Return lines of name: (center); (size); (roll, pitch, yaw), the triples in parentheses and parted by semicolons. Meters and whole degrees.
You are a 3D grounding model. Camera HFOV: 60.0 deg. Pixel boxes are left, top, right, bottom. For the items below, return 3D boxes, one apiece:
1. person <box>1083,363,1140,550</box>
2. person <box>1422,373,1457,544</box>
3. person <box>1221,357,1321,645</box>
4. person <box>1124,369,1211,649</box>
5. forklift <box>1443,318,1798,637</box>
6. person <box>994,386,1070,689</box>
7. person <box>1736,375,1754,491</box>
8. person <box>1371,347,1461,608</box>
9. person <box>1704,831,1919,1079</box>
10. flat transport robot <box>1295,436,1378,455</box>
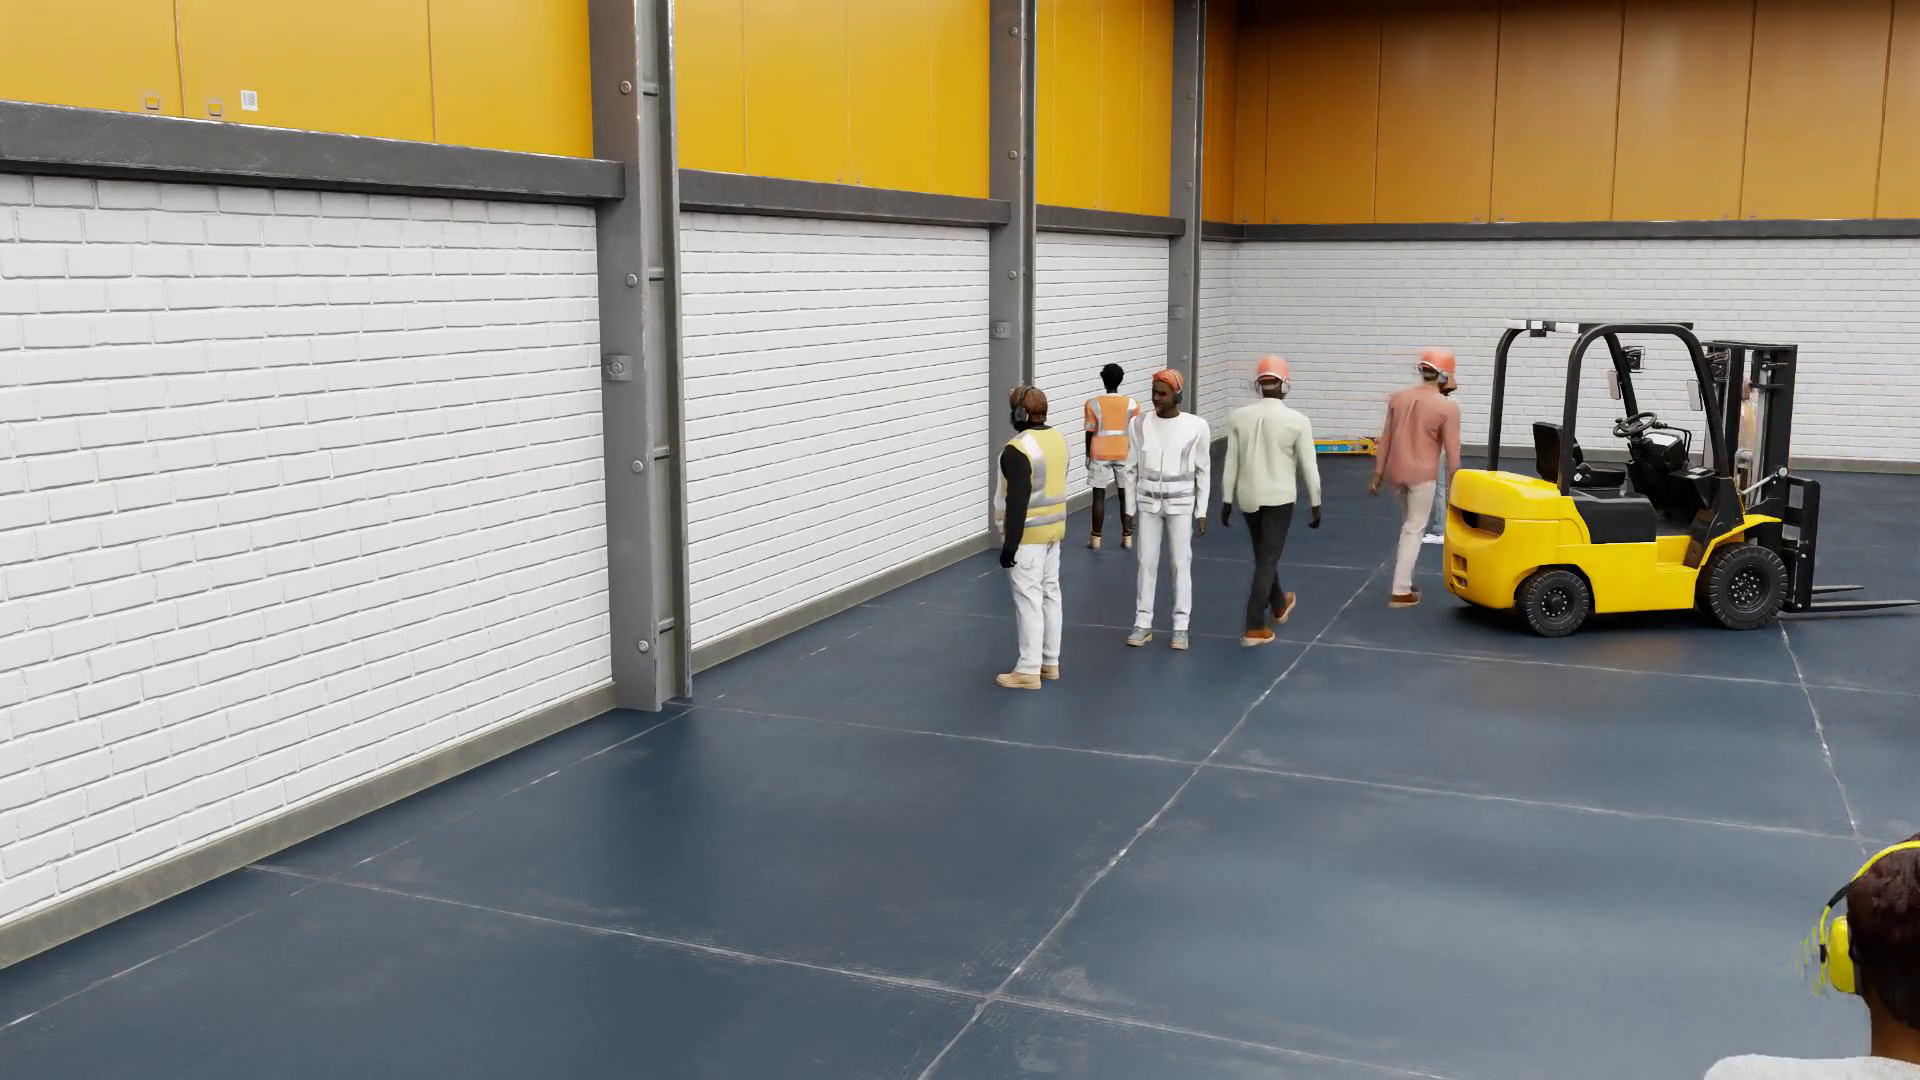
person: (1.374, -0.751, 15.057); (0.530, 1.691, 0.321); (-1, 9, -5)
person: (4.435, -0.782, 15.415); (0.279, 1.633, 0.501); (6, 11, 32)
person: (2.201, -0.291, 11.514); (0.663, 1.928, 1.037); (7, 12, 36)
person: (1.381, -0.205, 11.160); (0.577, 1.881, 0.349); (4, 10, 21)
forklift: (4.706, -0.497, 11.990); (2.313, 2.155, 1.214); (-2, 10, -10)
person: (0.422, -0.016, 10.143); (0.430, 1.844, 0.624); (6, 11, 31)
person: (6.736, -0.627, 14.484); (0.395, 1.623, 0.539); (7, 12, 38)
person: (3.477, -0.472, 12.548); (0.637, 1.957, 0.654); (-7, 12, -36)
person: (1.227, 1.292, 2.206); (0.521, 1.851, 0.380); (8, 12, 39)
flat transport robot: (4.997, -1.287, 22.588); (1.431, 0.197, 0.652); (0, 9, -2)
